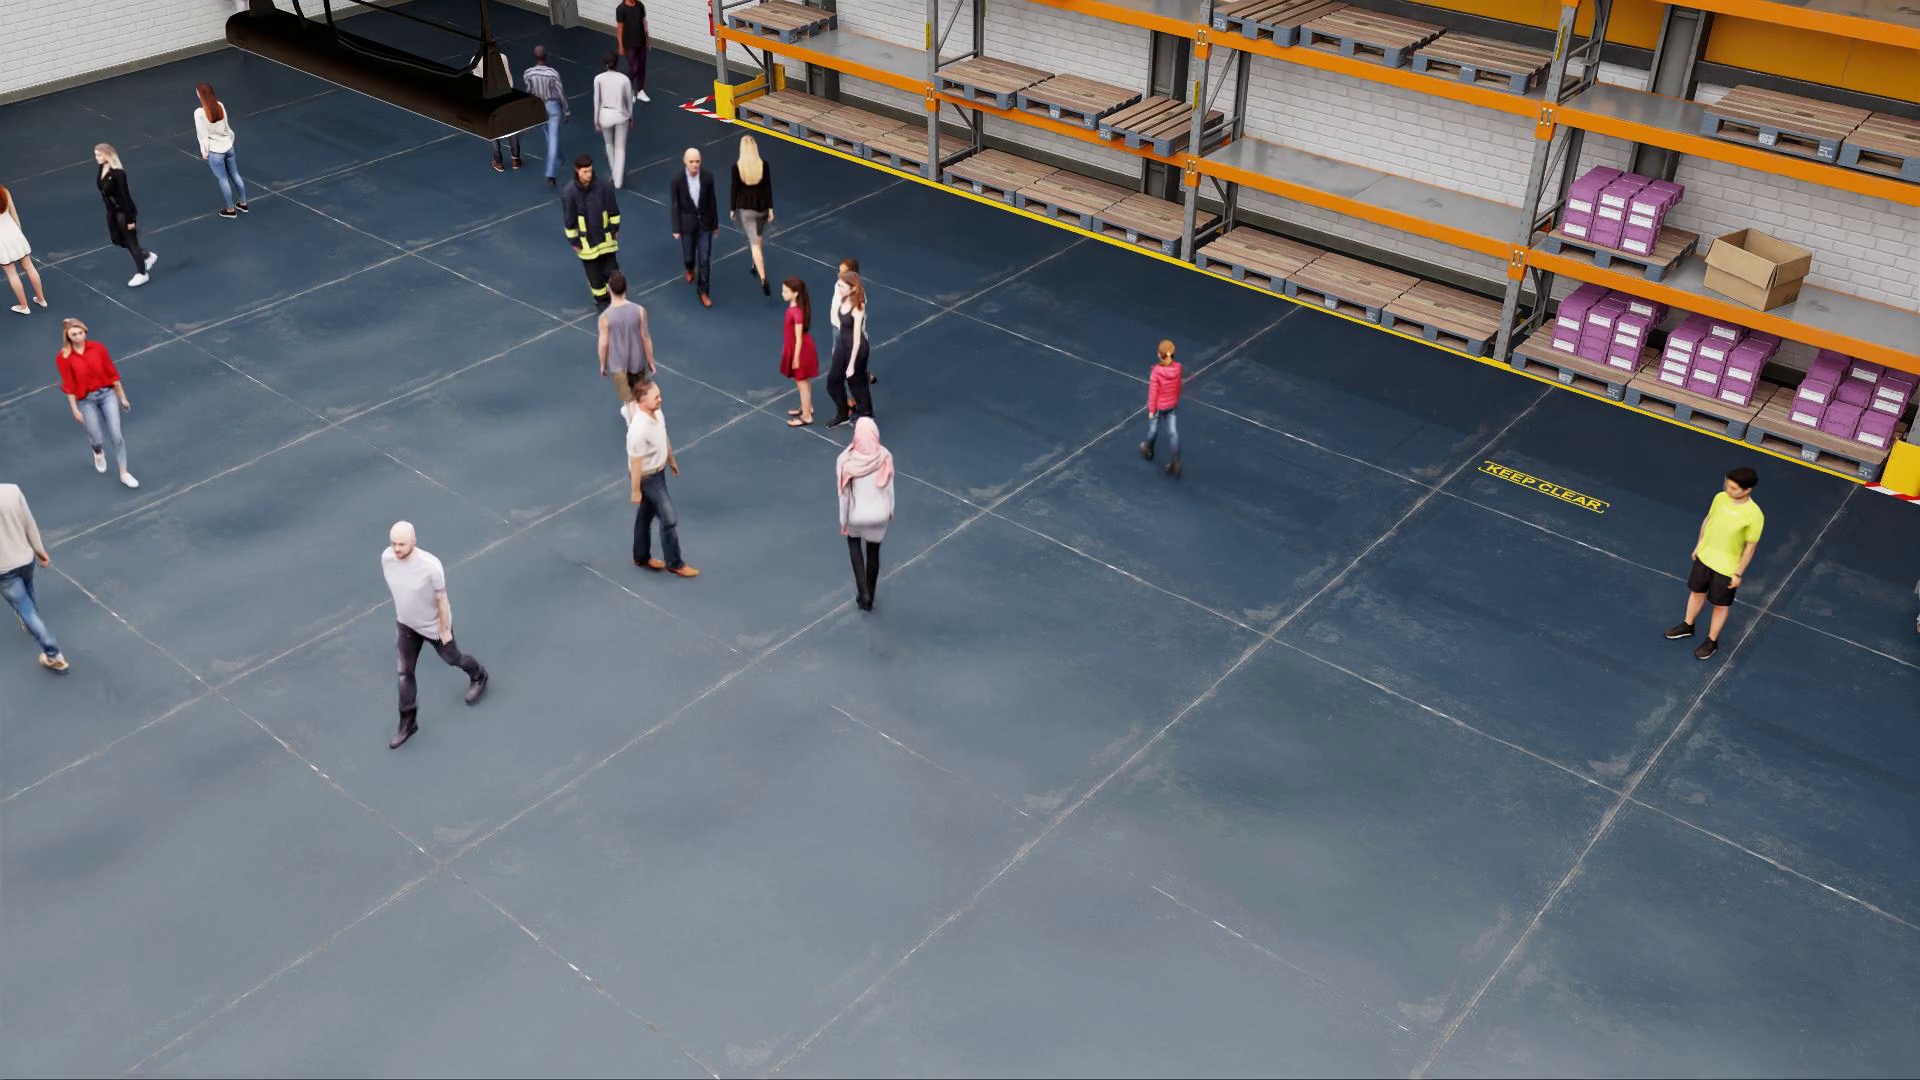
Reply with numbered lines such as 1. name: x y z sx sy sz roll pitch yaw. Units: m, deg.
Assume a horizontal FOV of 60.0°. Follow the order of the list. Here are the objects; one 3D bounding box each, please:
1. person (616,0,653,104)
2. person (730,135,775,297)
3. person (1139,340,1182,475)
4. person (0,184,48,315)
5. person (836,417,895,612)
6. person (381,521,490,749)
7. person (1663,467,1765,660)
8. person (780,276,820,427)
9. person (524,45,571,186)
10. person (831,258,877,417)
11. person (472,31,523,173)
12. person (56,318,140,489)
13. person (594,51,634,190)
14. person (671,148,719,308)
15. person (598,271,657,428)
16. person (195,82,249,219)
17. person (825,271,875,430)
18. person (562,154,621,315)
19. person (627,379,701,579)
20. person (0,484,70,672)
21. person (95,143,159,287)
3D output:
1. person: -4.796 -7.291 24.259 0.635 1.766 0.631 -29 43 -36
2. person: -2.290 -3.580 18.649 1.018 1.796 1.267 -12 35 -17
3. person: 1.947 -1.215 15.546 0.793 1.292 0.975 -13 36 -18
4. person: -10.525 -3.334 18.357 0.563 1.709 0.595 18 38 25
5. person: -0.735 -0.150 13.490 0.782 1.793 0.838 -6 34 -9
6. person: -3.913 0.581 12.398 1.249 1.785 1.018 12 36 18
7. person: 6.015 0.137 13.138 0.756 1.705 0.613 -15 37 -22
8. person: -1.564 -1.883 16.315 0.747 1.554 0.686 -6 34 -9
9. person: -5.330 -5.439 21.501 1.199 1.734 1.193 1 34 1
10. person: -1.032 -2.021 16.414 0.777 1.673 0.766 -24 40 -31
11. person: -6.109 -5.800 21.923 0.739 1.868 0.739 -12 36 -18
12. person: -7.957 -1.289 15.293 0.804 1.695 0.667 29 43 36
13. person: -4.459 -5.372 21.429 0.948 1.702 0.998 -2 34 -4
14. person: -2.961 -3.546 18.612 0.993 1.780 1.124 -9 35 -13
15. person: -3.132 -1.621 15.778 0.942 1.796 1.254 -16 37 -23
16. person: -9.195 -4.853 20.658 0.607 1.692 0.656 17 37 24
17. person: -0.940 -1.839 16.100 0.761 1.717 0.744 -19 38 -26
18. person: -4.060 -3.397 18.278 0.906 1.901 0.904 -13 36 -19
19. person: -2.717 -0.537 14.038 1.021 1.832 0.917 6 34 9
20. person: -7.311 0.217 12.884 1.139 1.854 0.690 23 40 31
21. person: -9.494 -3.753 19.017 0.641 1.676 0.700 22 39 29
